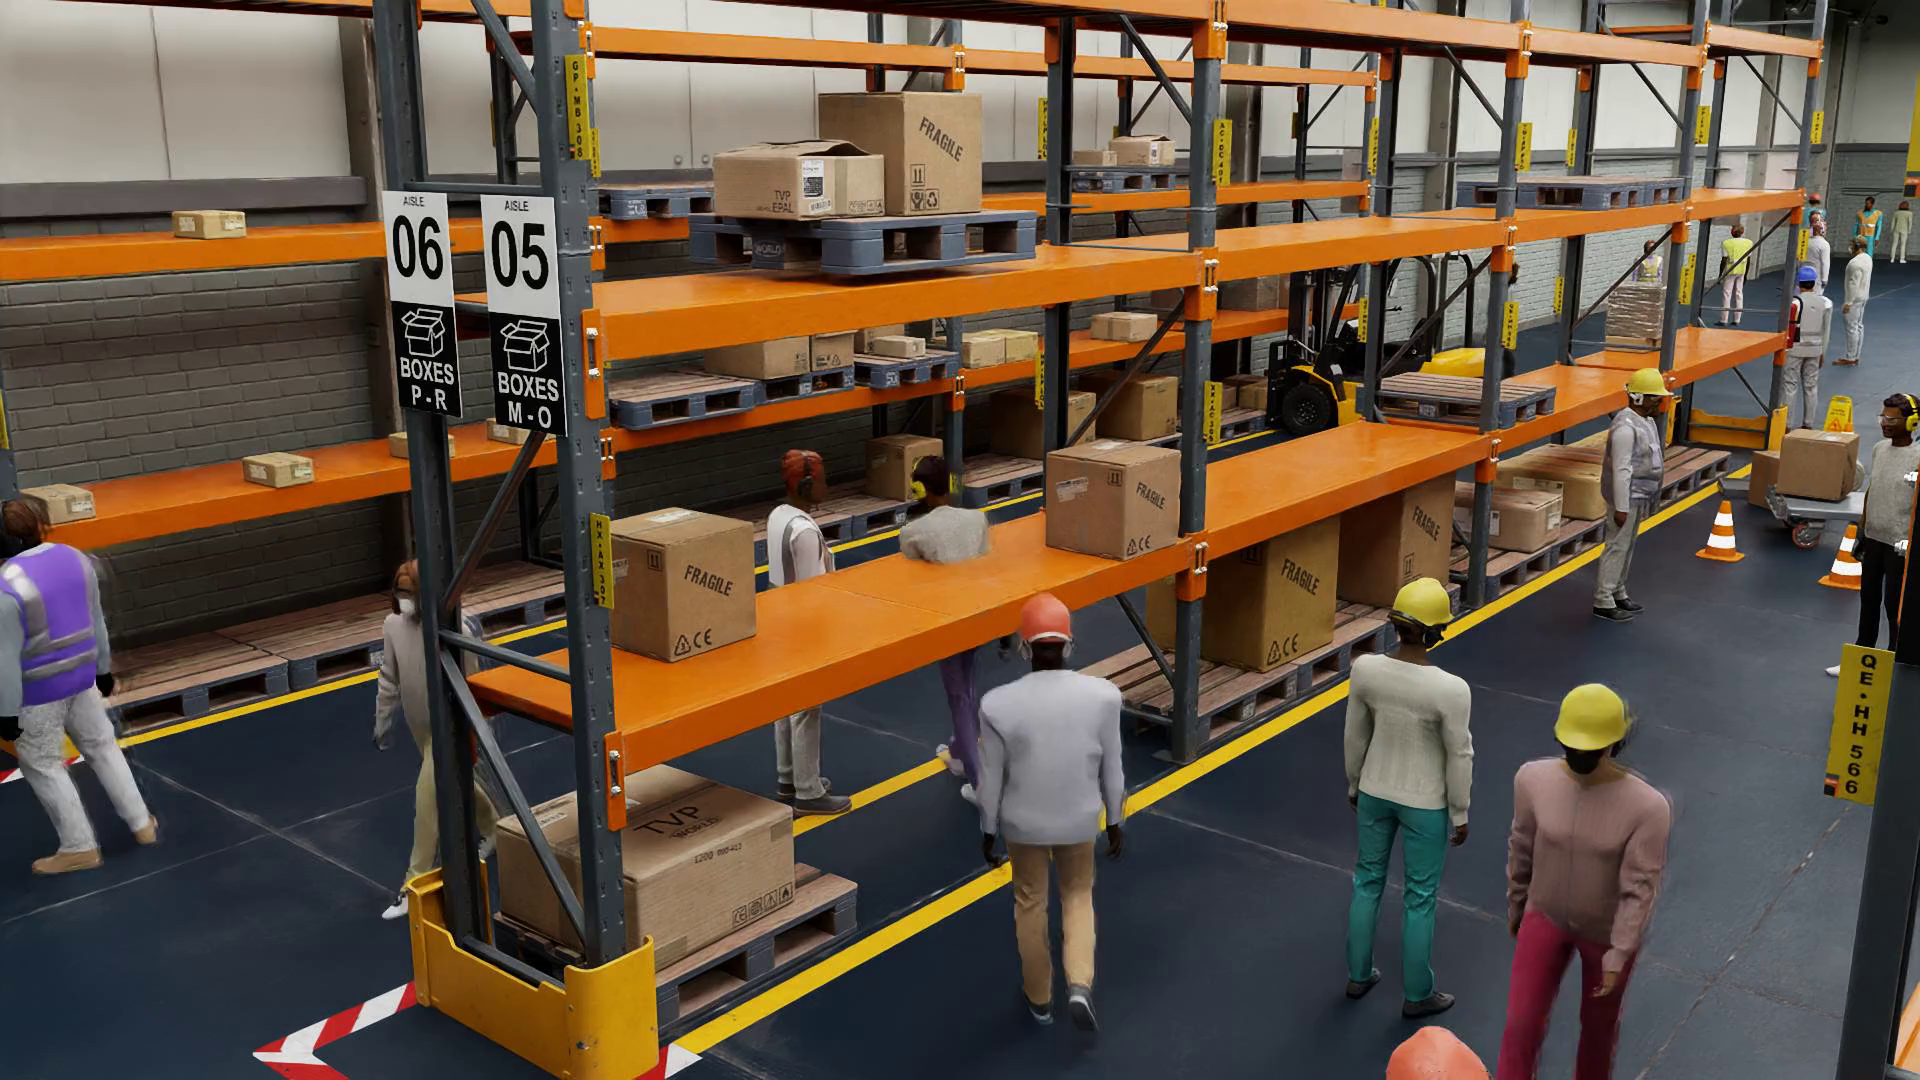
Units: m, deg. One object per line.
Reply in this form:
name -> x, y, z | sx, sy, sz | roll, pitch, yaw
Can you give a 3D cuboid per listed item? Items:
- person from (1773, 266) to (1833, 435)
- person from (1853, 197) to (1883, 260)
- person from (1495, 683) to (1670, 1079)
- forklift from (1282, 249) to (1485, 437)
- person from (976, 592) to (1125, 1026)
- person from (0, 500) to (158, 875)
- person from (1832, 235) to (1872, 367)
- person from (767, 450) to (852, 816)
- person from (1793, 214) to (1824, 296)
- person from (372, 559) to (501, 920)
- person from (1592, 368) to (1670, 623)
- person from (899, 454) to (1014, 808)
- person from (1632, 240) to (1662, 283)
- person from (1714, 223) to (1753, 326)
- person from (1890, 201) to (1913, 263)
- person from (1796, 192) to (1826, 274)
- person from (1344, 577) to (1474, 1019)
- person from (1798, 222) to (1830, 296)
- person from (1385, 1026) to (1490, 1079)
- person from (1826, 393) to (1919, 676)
person -> 9.593, -2.142, 18.987 | 0.608, 1.943, 0.402 | -1, 14, -4
person -> 21.734, -7.258, 39.877 | 0.372, 1.915, 0.596 | -11, 18, -39
person -> 1.978, 1.299, 5.415 | 0.515, 1.724, 0.849 | 10, 17, 35
forklift -> 4.886, -2.214, 18.767 | 2.313, 2.155, 1.214 | 11, 18, 38
person -> 0.346, 1.060, 6.358 | 0.571, 1.735, 0.476 | -1, 14, -6
person -> -4.247, 0.677, 7.837 | 0.482, 1.809, 0.743 | 3, 14, 13
person -> 13.308, -3.553, 24.745 | 0.352, 1.937, 0.635 | 13, 19, 42
person -> -0.792, 0.474, 8.478 | 0.351, 1.886, 0.582 | -6, 15, -23
person -> 16.271, -5.272, 31.842 | 0.395, 1.899, 0.666 | -2, 14, -10
person -> -2.383, 0.841, 7.622 | 0.500, 1.593, 0.868 | 8, 16, 29
person -> 4.772, -0.319, 11.829 | 0.404, 1.825, 0.594 | 9, 17, 34
person -> -0.070, 0.449, 8.695 | 0.569, 1.817, 0.855 | -8, 16, -28
person -> 11.694, -4.288, 28.357 | 0.520, 1.640, 0.307 | -2, 14, -6
person -> 13.882, -4.758, 29.834 | 0.566, 1.849, 0.387 | -2, 14, -7
person -> 25.084, -8.214, 44.352 | 0.501, 1.633, 0.283 | 13, 19, 43
person -> 20.321, -7.289, 39.805 | 0.605, 2.025, 0.688 | 13, 19, 42
person -> 1.758, 1.007, 6.535 | 0.533, 1.768, 0.310 | 13, 19, 42
person -> 14.887, -4.577, 28.979 | 0.407, 1.910, 0.638 | -4, 14, -17
person -> 0.919, 1.818, 3.299 | 0.581, 1.730, 0.548 | -3, 14, -11
person -> 5.785, 0.011, 10.380 | 0.311, 1.869, 0.533 | -3, 14, -12
